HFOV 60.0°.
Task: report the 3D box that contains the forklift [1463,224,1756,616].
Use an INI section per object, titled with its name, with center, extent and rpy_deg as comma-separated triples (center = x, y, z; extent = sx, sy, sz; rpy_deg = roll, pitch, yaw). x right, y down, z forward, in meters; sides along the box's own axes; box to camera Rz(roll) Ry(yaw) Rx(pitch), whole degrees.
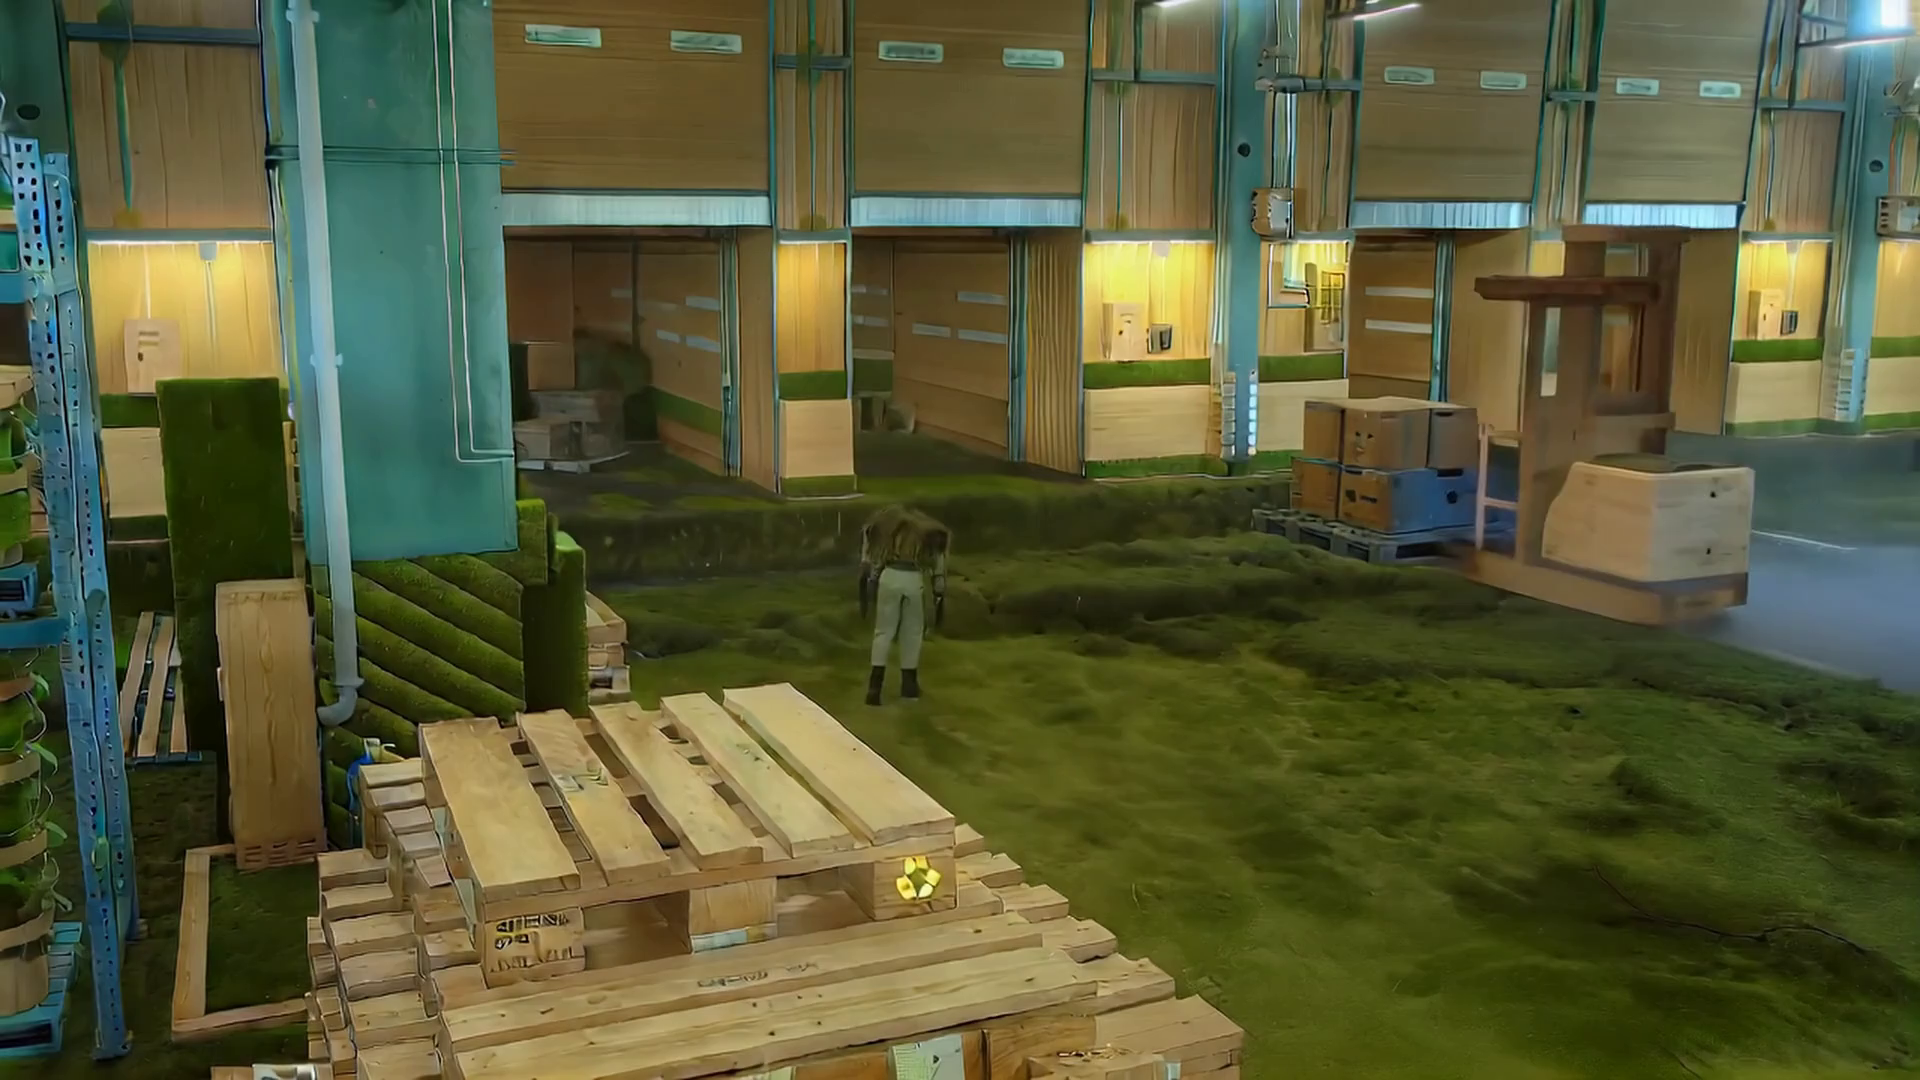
[forklift]
center = 4.938, -0.970, 12.534
extent = 1.129, 2.768, 1.873
rpy_deg = -4, 11, -23
